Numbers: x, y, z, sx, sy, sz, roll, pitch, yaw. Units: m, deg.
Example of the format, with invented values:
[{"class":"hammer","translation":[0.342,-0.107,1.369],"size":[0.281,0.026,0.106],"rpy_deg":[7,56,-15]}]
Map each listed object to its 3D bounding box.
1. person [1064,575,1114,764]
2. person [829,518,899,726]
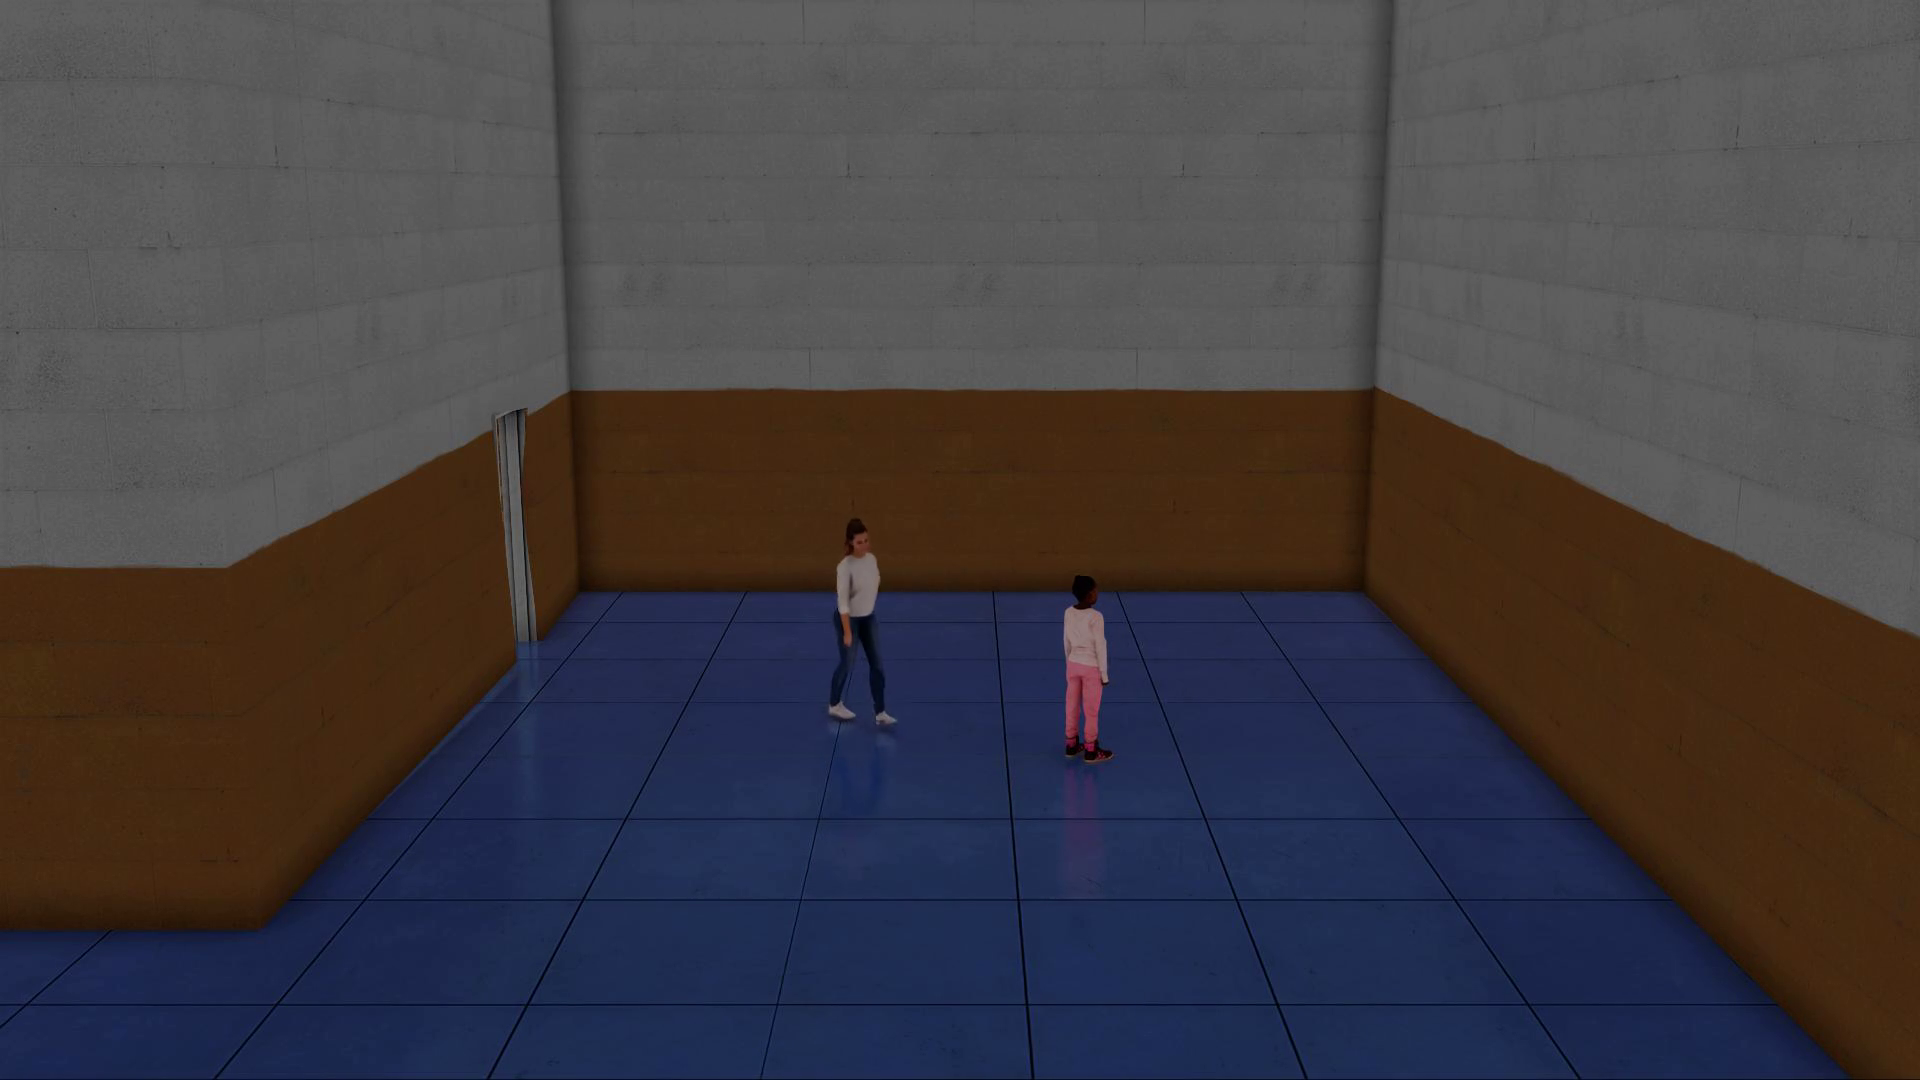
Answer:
[{"class":"person","translation":[0.944,0.953,12.566],"size":[0.619,1.442,0.681],"rpy_deg":[11,16,43]},{"class":"person","translation":[-0.879,0.660,13.360],"size":[1.063,1.689,0.993],"rpy_deg":[9,15,35]}]
